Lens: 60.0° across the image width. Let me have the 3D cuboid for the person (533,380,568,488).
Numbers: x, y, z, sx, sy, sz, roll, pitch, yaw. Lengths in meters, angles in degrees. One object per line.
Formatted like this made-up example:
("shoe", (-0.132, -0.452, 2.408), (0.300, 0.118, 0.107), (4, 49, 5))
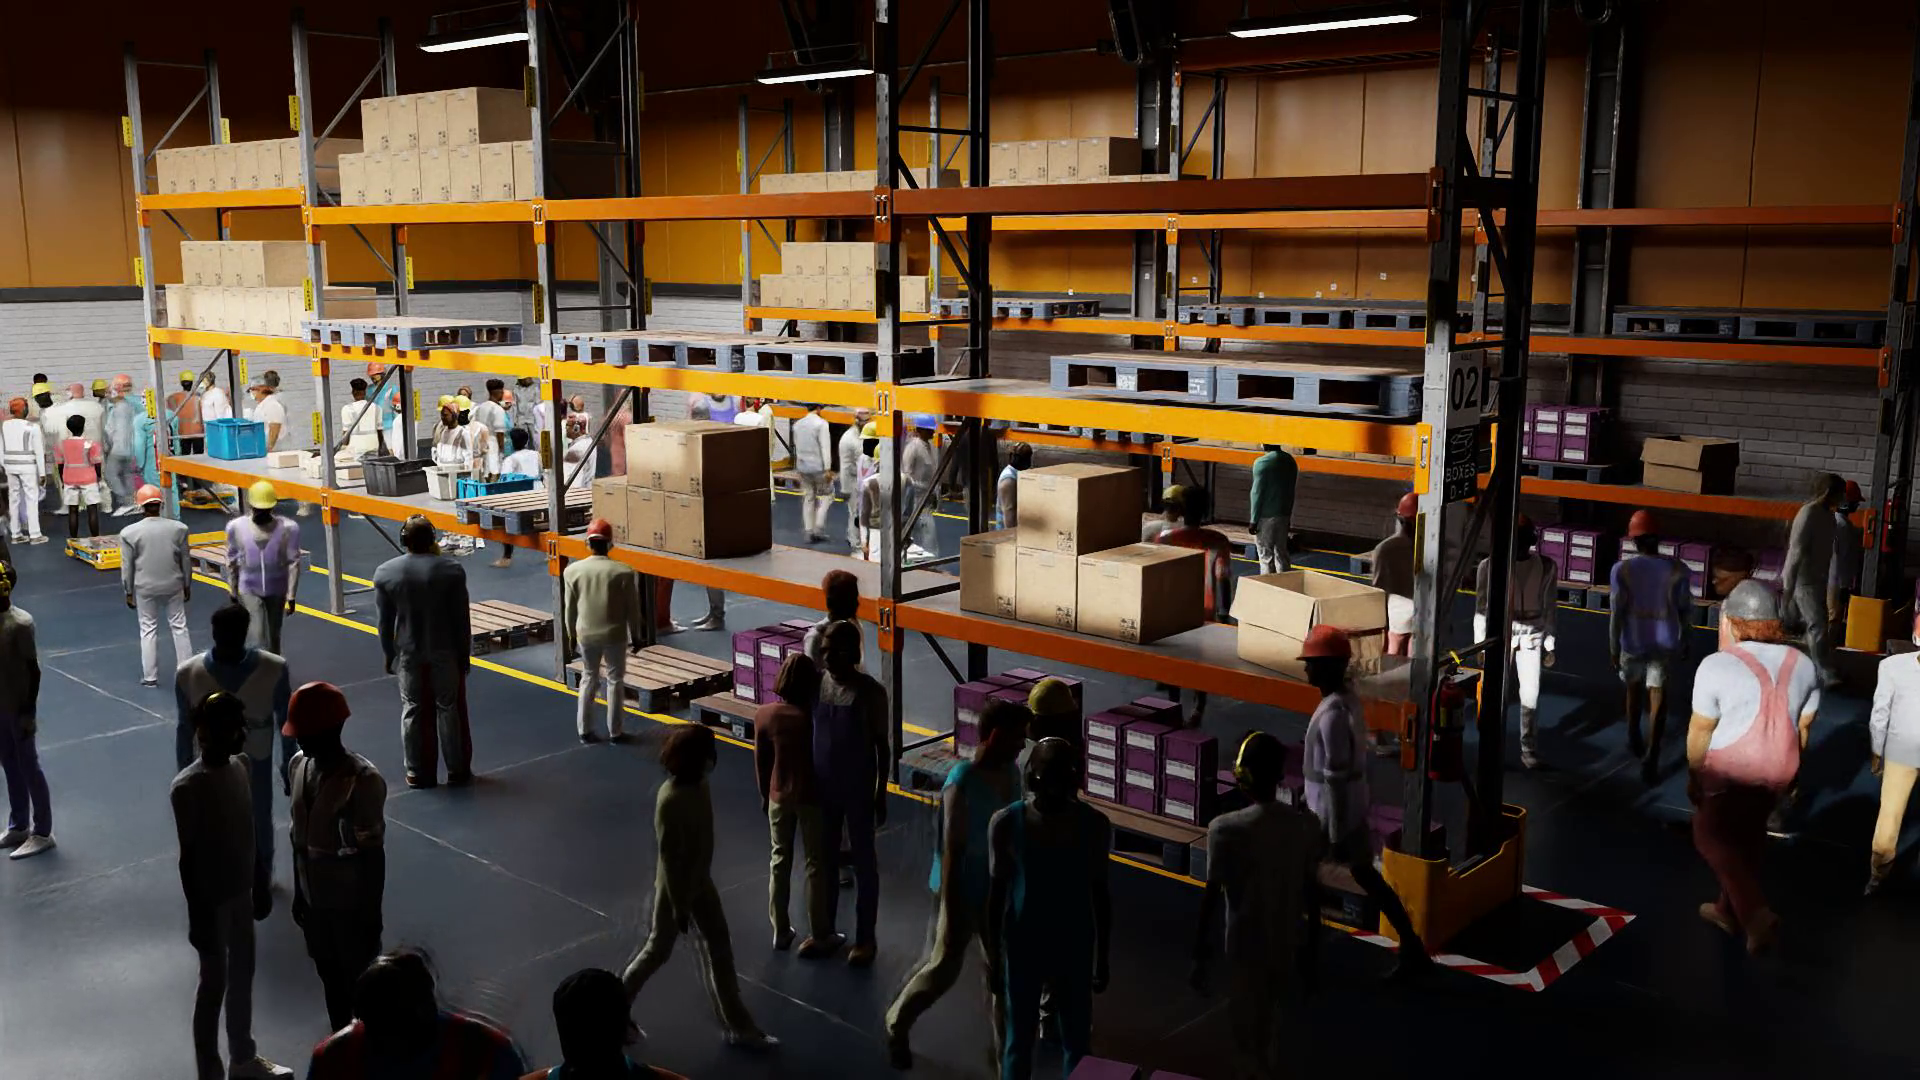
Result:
("person", (-5.731, -1.294, 23.266), (0.393, 1.946, 0.617), (6, 12, 33))

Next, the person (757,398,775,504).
("person", (-2.902, -1.399, 24.462), (0.354, 1.737, 0.573), (-3, 10, -16))

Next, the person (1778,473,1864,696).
("person", (7.189, 0.354, 14.209), (1.033, 1.875, 0.684), (8, 13, 39))

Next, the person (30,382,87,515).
("person", (-12.691, -1.288, 23.435), (0.622, 1.870, 0.628), (7, 12, 33))

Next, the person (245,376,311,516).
("person", (-9.614, -1.351, 23.328), (0.846, 2.000, 0.707), (-8, 13, -39))

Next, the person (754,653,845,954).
("person", (-0.855, 1.405, 8.900), (0.497, 1.633, 0.289), (4, 11, 20))

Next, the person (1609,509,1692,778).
("person", (4.971, 0.735, 11.992), (0.574, 1.895, 0.969), (4, 11, 20))

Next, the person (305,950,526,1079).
("person", (-1.567, 2.050, 4.784), (0.628, 1.802, 0.798), (1, 10, 3))

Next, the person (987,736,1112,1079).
("person", (0.363, 1.681, 6.776), (0.508, 1.840, 0.343), (0, 10, 0))

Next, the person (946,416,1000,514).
("person", (0.134, -0.660, 19.608), (0.640, 1.968, 0.657), (-9, 14, -42))

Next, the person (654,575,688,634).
("person", (-2.910, -0.028, 16.233), (0.405, 1.909, 0.597), (-7, 12, -34))

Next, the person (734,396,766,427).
("person", (-2.809, -1.064, 22.288), (0.562, 1.836, 0.397), (9, 13, 42))

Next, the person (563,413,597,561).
("person", (-4.308, -0.483, 18.788), (0.407, 1.913, 0.641), (-1, 10, -3))

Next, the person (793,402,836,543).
("person", (-1.835, -0.910, 21.223), (0.685, 1.901, 0.489), (9, 13, 40))

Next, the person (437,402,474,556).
("person", (-6.185, -0.746, 20.356), (0.572, 1.883, 0.356), (8, 13, 37))

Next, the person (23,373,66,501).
("person", (-13.578, -1.530, 24.733), (0.587, 1.910, 0.396), (-3, 10, -16))

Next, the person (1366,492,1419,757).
("person", (3.311, 0.621, 12.352), (0.619, 1.986, 0.410), (-6, 11, -29))

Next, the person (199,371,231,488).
("person", (-11.207, -1.594, 25.011), (0.627, 1.933, 0.370), (10, 14, 43))

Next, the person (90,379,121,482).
("person", (-13.218, -1.619, 25.712), (0.485, 1.737, 0.321), (9, 13, 42))

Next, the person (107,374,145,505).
("person", (-11.926, -1.405, 23.865), (0.924, 1.952, 0.624), (9, 13, 40))

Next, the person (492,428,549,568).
("person", (-5.157, -0.493, 19.612), (0.479, 1.655, 0.713), (9, 14, 43))

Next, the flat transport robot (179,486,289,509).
("flat transport robot", (-10.671, -0.654, 24.391), (0.652, 0.197, 1.431), (7, 12, 36))

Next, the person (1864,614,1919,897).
("person", (5.535, 1.228, 9.556), (0.563, 1.751, 0.342), (6, 11, 29))

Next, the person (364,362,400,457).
("person", (-8.907, -1.746, 25.615), (0.605, 2.031, 0.420), (3, 10, 15))

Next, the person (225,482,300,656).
("person", (-5.824, 0.411, 13.935), (0.585, 1.845, 1.016), (-4, 11, -22))

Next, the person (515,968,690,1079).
("person", (-0.959, 2.046, 4.465), (0.587, 1.920, 0.391), (-1, 10, -7))

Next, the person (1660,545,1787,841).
("person", (4.910, 0.981, 10.542), (0.838, 1.912, 0.644), (2, 10, 11))

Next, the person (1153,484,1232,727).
("person", (1.782, 0.534, 12.942), (0.651, 1.942, 0.490), (1, 10, 8))

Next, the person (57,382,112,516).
("person", (-12.335, -1.282, 23.427), (0.435, 1.880, 0.697), (8, 13, 39))

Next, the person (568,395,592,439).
("person", (-5.502, -1.273, 24.016), (0.312, 1.642, 0.512), (6, 12, 30))

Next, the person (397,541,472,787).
("person", (-3.687, 0.851, 11.683), (0.524, 1.760, 0.328), (-7, 12, -35))

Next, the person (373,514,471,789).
("person", (-3.725, 0.775, 11.597), (0.629, 1.940, 0.373), (-2, 10, -10))

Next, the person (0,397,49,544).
("person", (-11.896, -0.873, 21.111), (0.568, 1.879, 0.349), (0, 10, 1))

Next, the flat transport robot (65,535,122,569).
("flat transport robot", (-10.205, 0.125, 19.989), (0.652, 0.197, 1.431), (-9, 13, -42))

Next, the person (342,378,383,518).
("person", (-8.322, -1.282, 23.192), (0.369, 1.960, 0.607), (7, 12, 36))

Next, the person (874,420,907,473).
("person", (-0.886, -0.915, 21.204), (0.549, 1.925, 0.389), (-7, 12, -35))

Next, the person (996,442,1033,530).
("person", (0.581, -0.068, 16.654), (0.430, 1.839, 0.625), (2, 10, 14))
